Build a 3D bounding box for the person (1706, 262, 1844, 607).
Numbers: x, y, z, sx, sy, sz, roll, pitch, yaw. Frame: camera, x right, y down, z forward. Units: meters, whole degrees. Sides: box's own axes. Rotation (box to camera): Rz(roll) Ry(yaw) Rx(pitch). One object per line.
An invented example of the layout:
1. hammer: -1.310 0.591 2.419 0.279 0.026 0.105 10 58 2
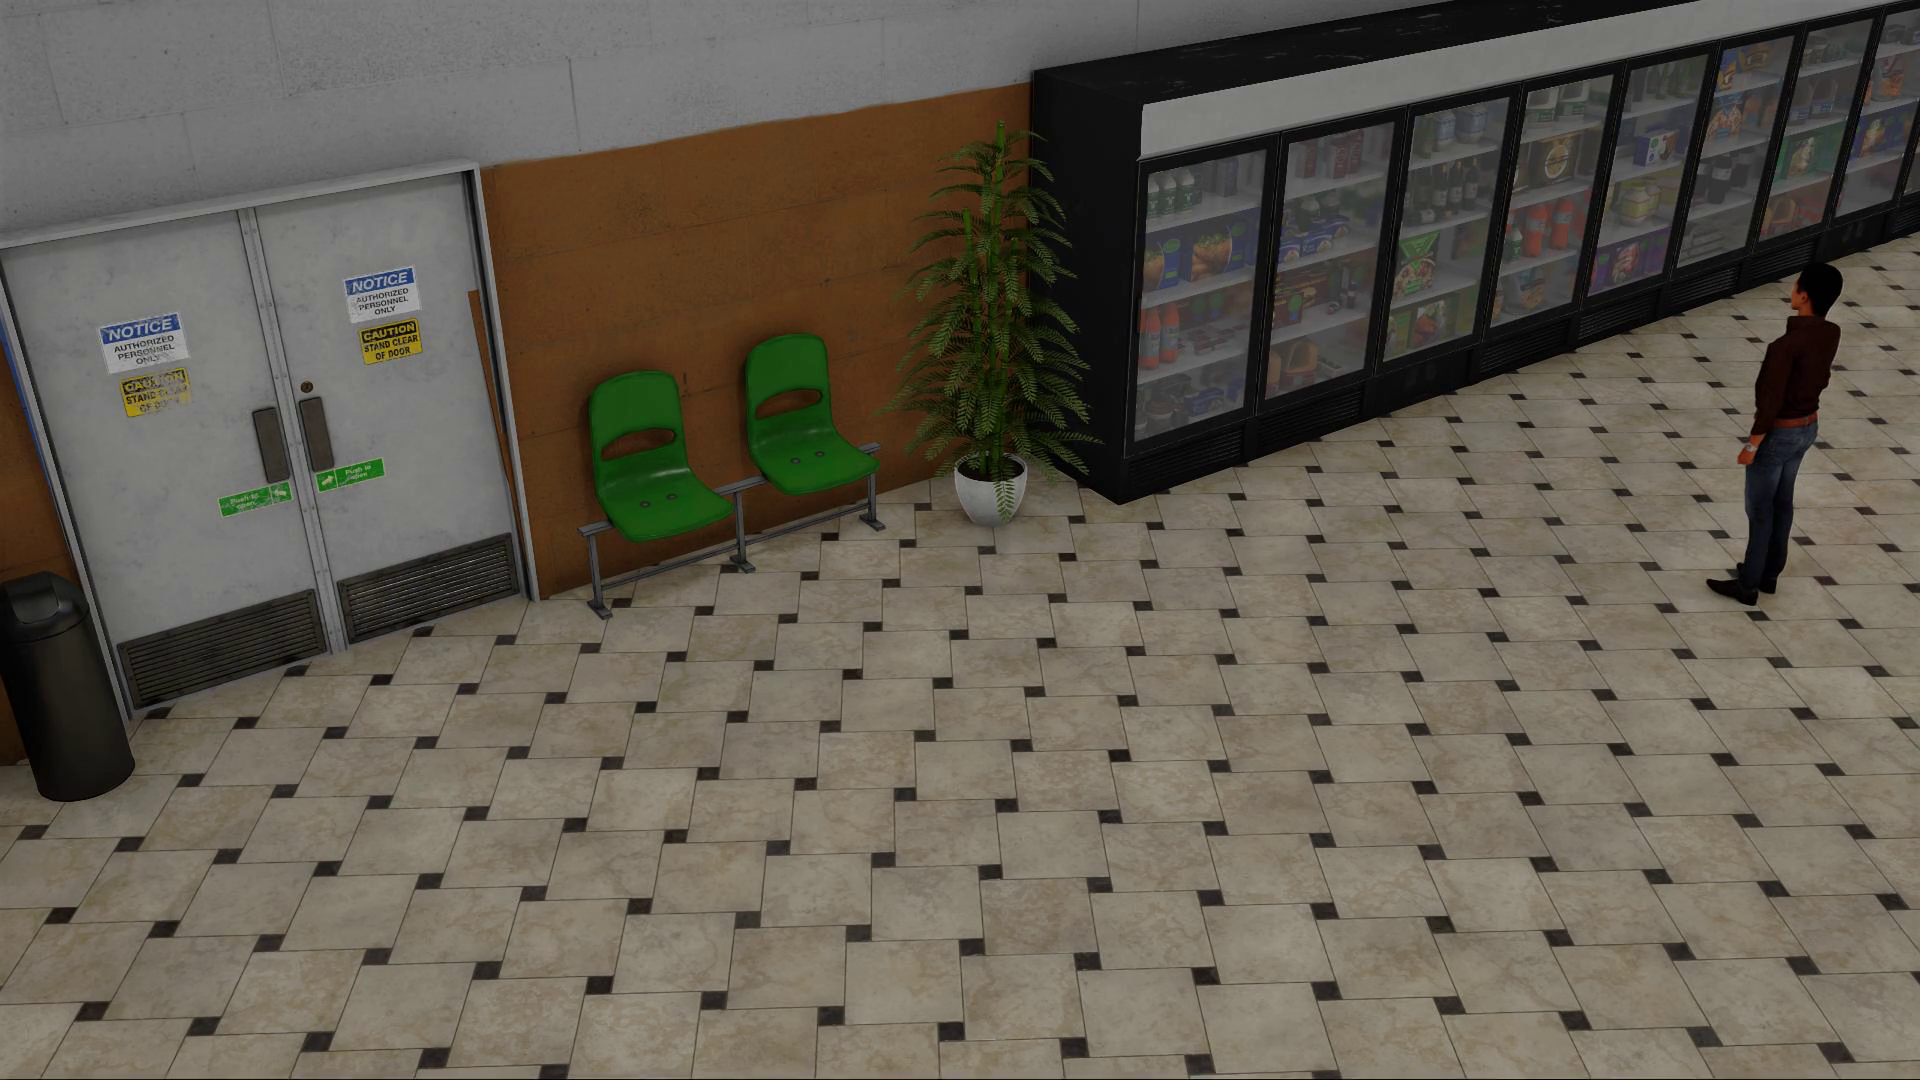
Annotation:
1. person: 4.095 -0.516 8.270 0.650 1.779 0.496 -18 33 -29
